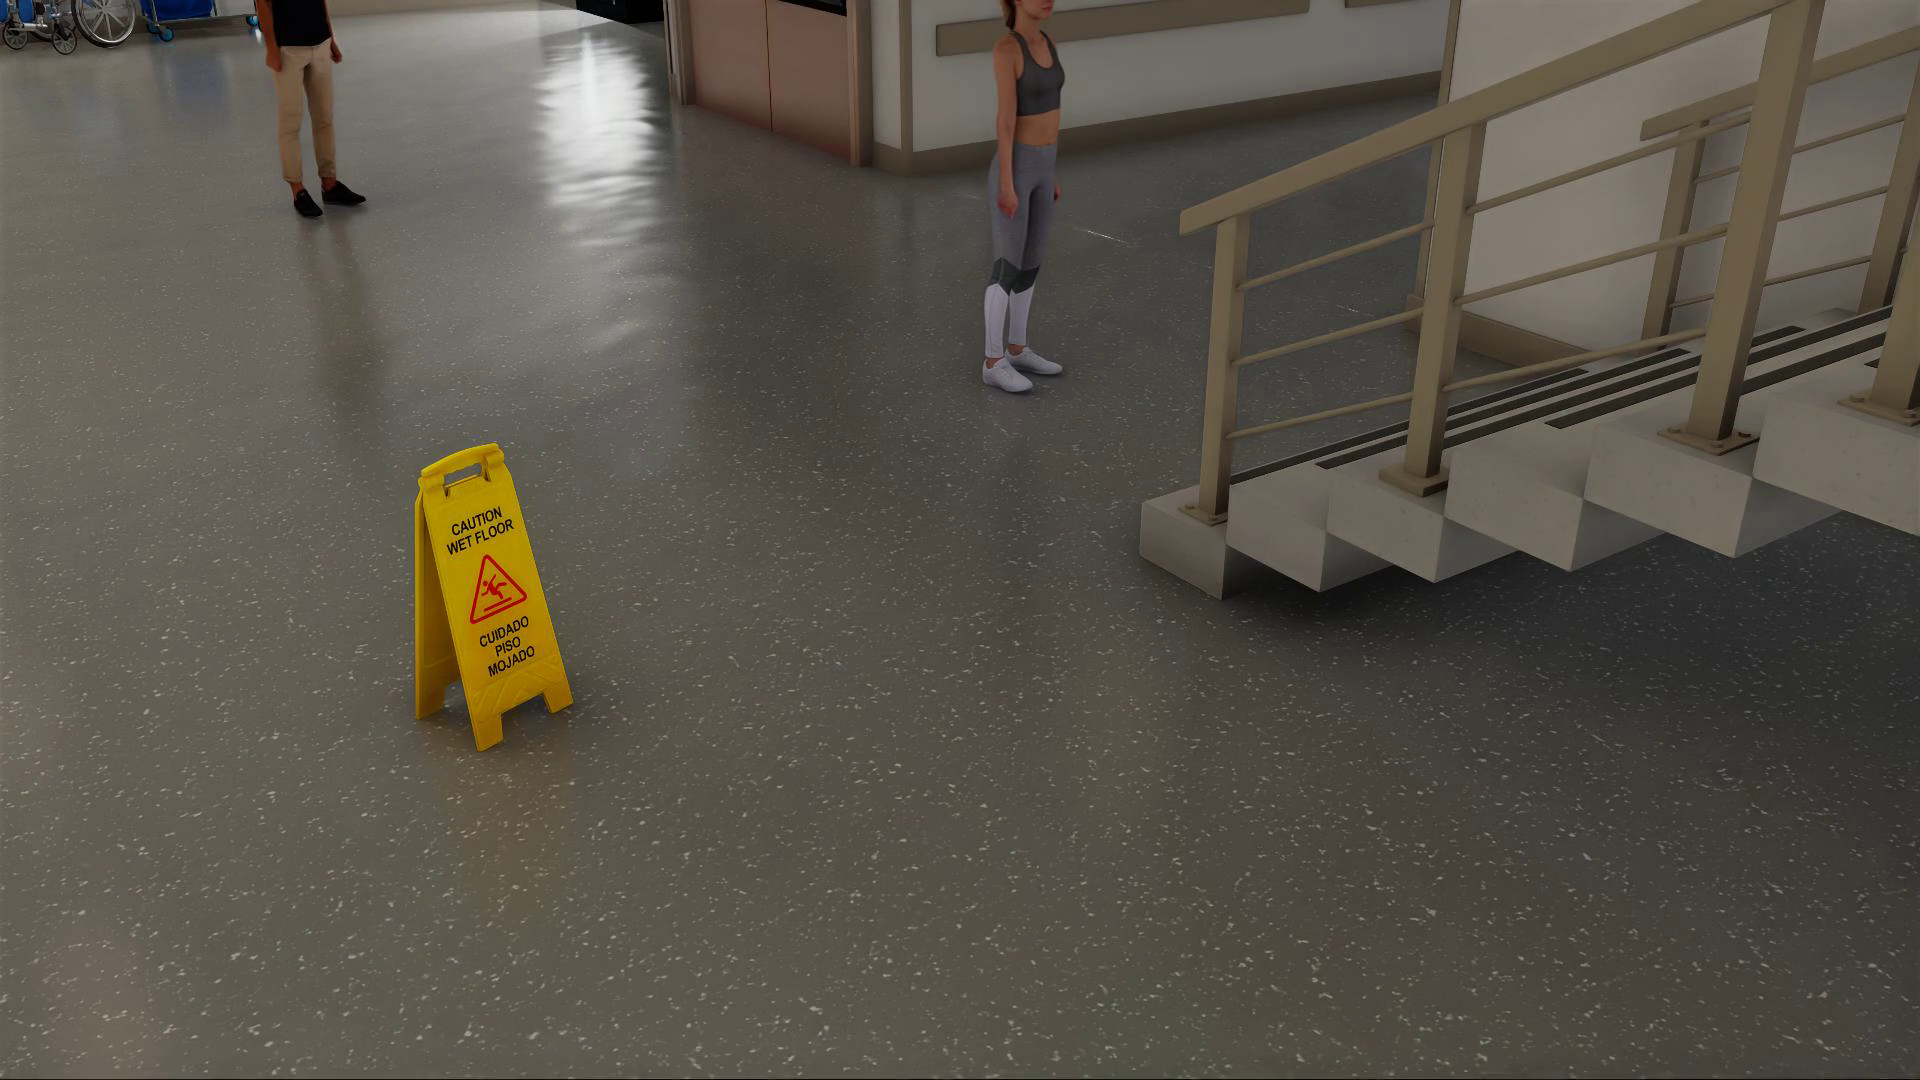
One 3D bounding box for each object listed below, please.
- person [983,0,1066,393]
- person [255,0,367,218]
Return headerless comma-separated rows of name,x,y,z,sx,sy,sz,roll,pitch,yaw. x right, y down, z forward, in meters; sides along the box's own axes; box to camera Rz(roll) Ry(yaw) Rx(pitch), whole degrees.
person,0.255,-1.469,6.768,0.627,1.702,0.638,16,30,30
person,-3.709,-2.777,9.304,0.683,1.856,0.704,13,29,26
